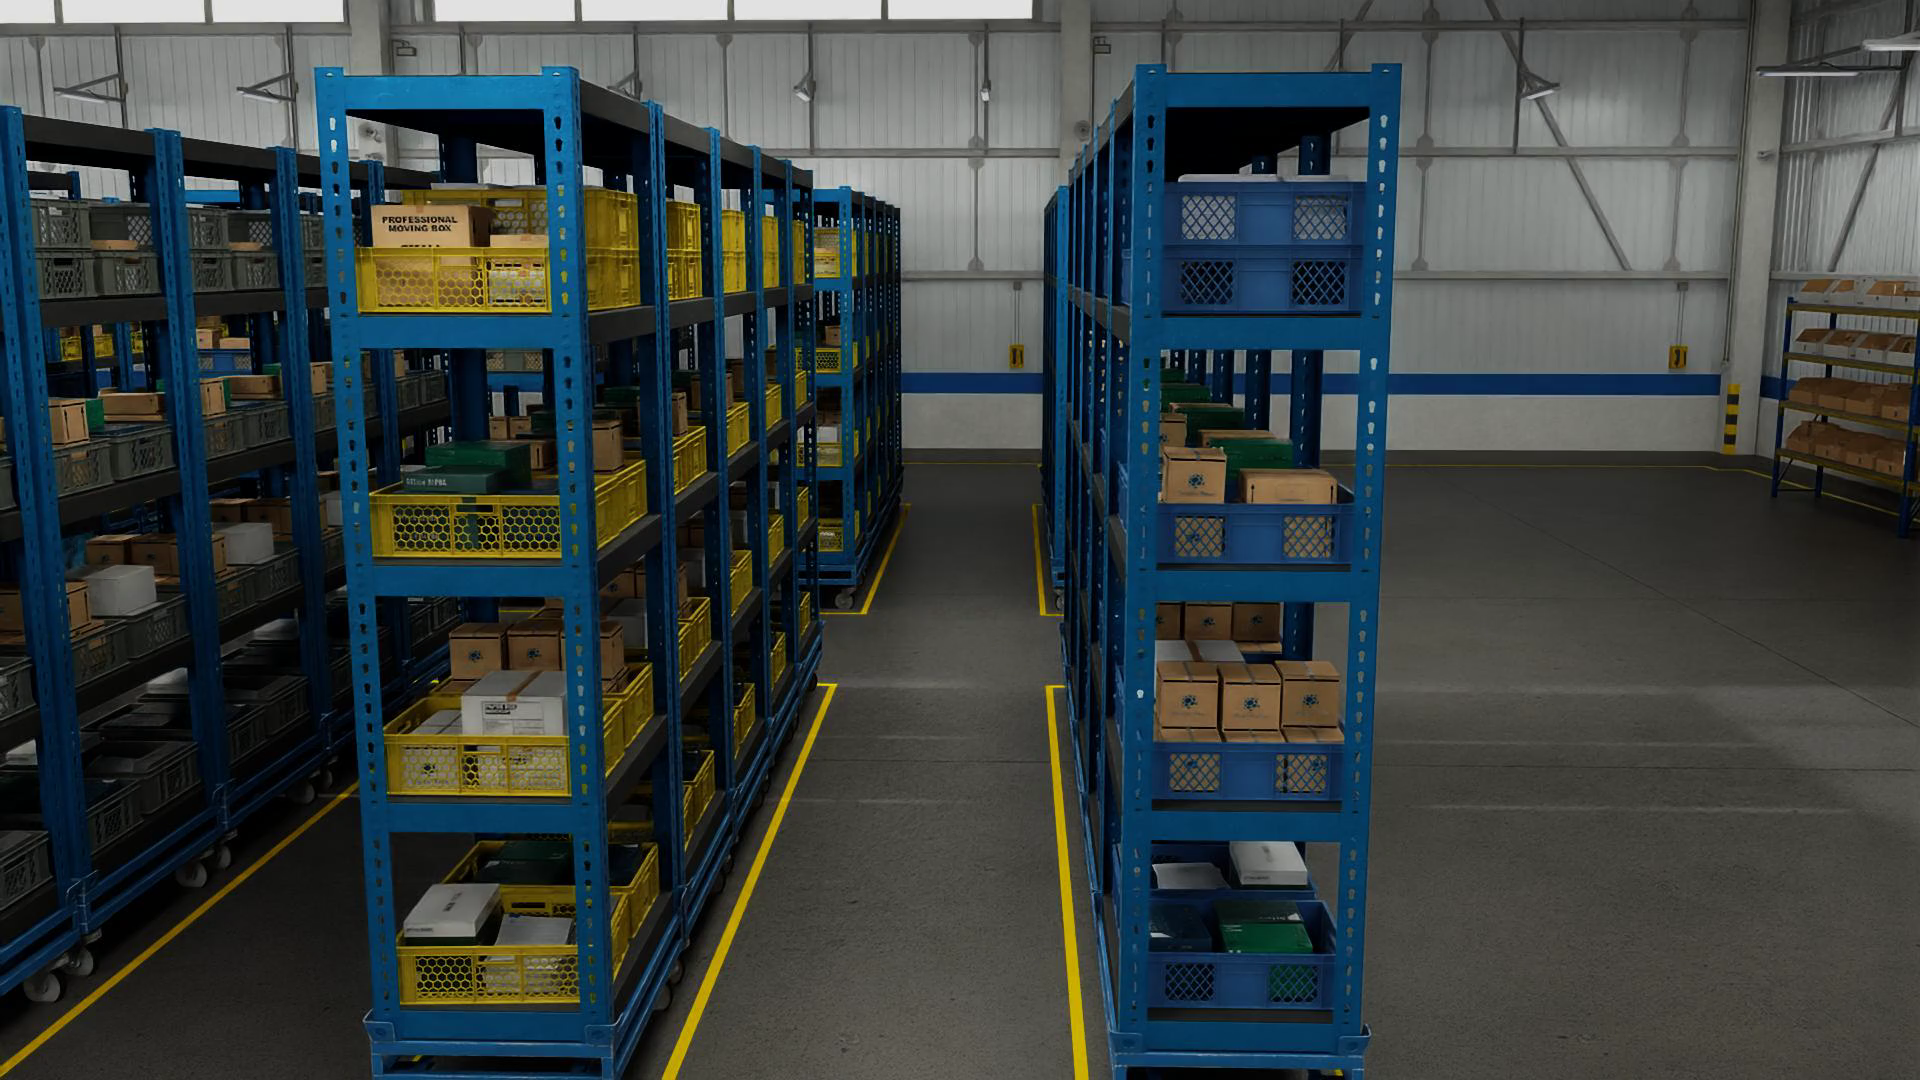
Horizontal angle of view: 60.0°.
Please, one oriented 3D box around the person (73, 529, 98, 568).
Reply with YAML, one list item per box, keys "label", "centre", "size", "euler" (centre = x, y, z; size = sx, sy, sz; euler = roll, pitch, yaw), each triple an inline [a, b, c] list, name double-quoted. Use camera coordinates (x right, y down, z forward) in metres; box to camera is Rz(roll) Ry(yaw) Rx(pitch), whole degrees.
- label: "person"
  centre: [-7.400, -0.258, 14.069]
  size: [0.458, 1.805, 0.599]
  euler: [-5, 11, -26]
